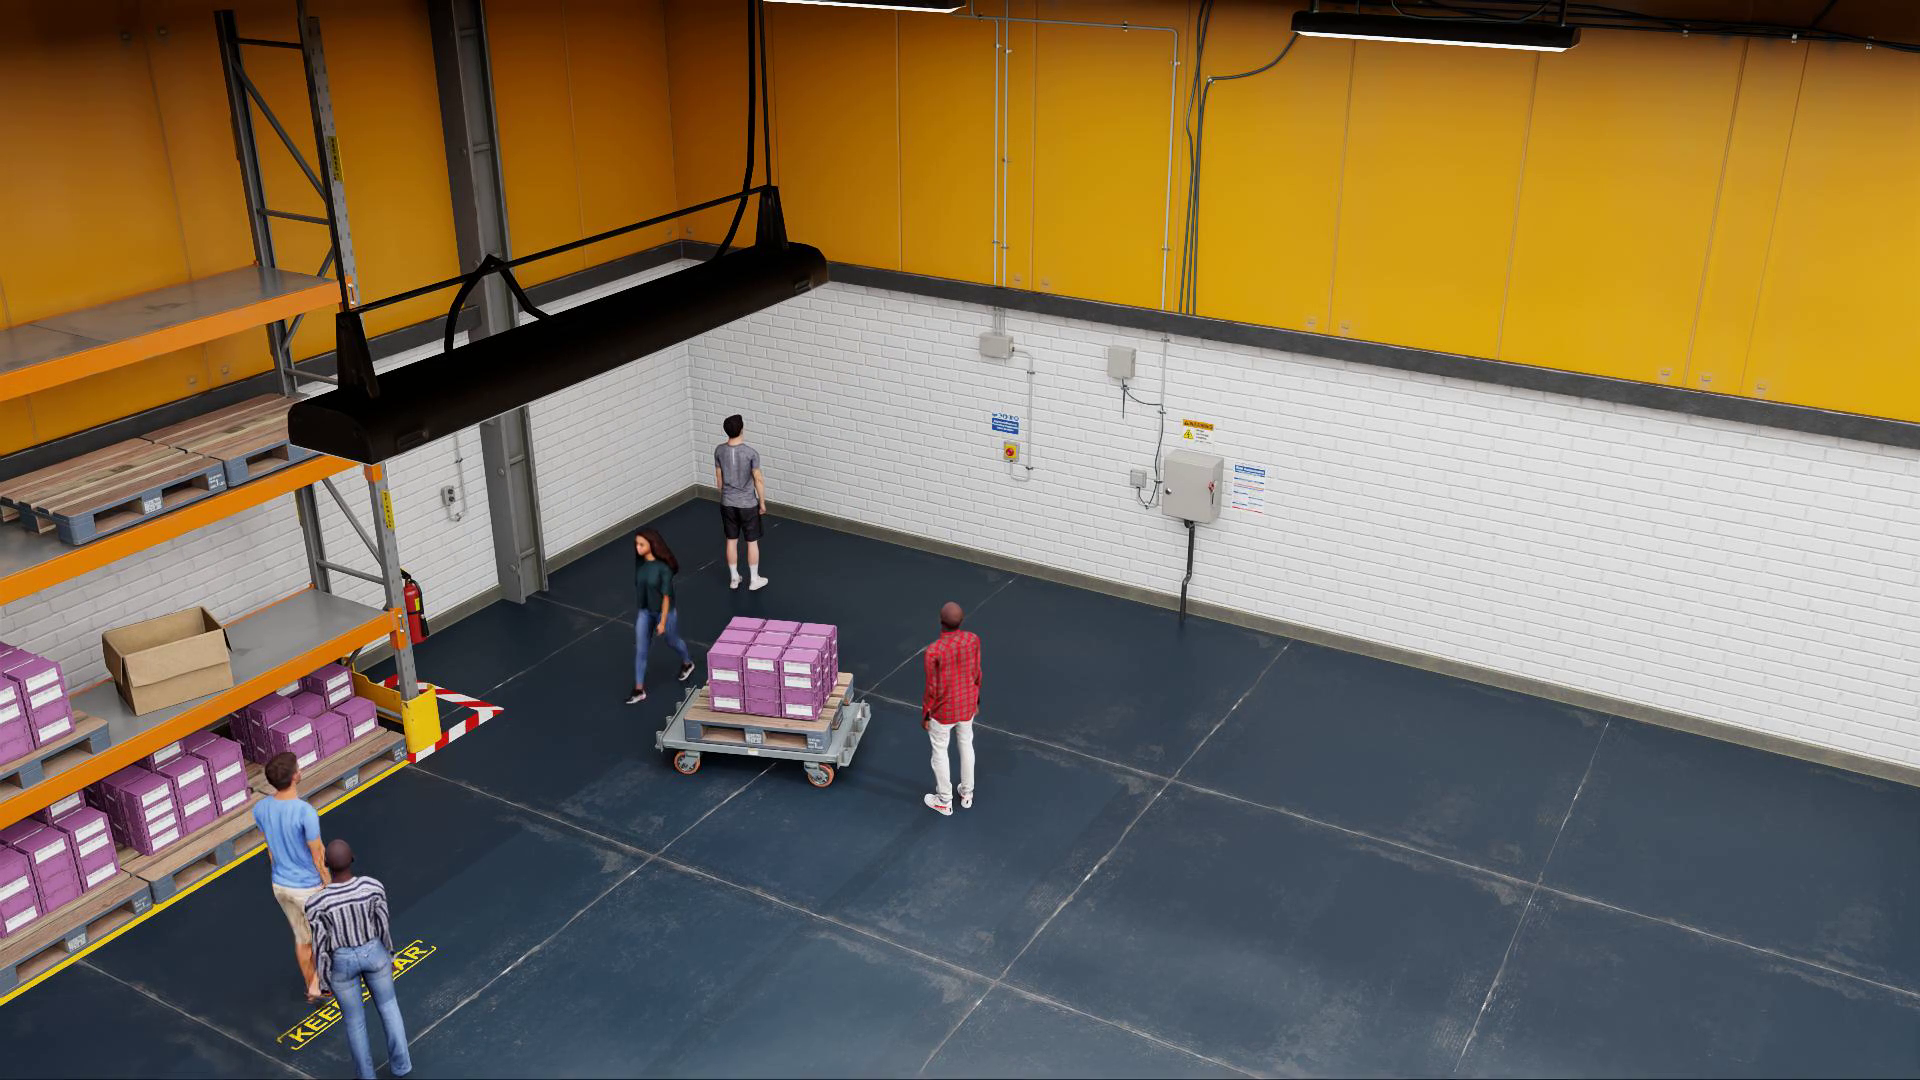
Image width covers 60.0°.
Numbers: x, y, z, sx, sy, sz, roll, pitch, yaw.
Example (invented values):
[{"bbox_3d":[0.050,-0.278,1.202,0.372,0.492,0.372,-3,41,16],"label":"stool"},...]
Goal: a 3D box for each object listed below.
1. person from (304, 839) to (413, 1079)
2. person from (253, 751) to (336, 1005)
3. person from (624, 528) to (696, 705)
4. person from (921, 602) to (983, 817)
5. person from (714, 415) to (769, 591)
[{"bbox_3d":[-3.657,2.602,10.124,0.638,1.794,0.762,-15,28,-31],"label":"person"},{"bbox_3d":[-4.324,2.271,10.809,0.729,1.852,0.775,7,25,17],"label":"person"},{"bbox_3d":[-2.644,0.637,14.895,0.580,1.574,1.066,13,27,27],"label":"person"},{"bbox_3d":[-0.059,1.301,13.068,0.708,1.820,0.816,-12,26,-25],"label":"person"},{"bbox_3d":[-2.238,-0.383,16.856,0.708,1.871,0.645,6,24,14],"label":"person"}]
